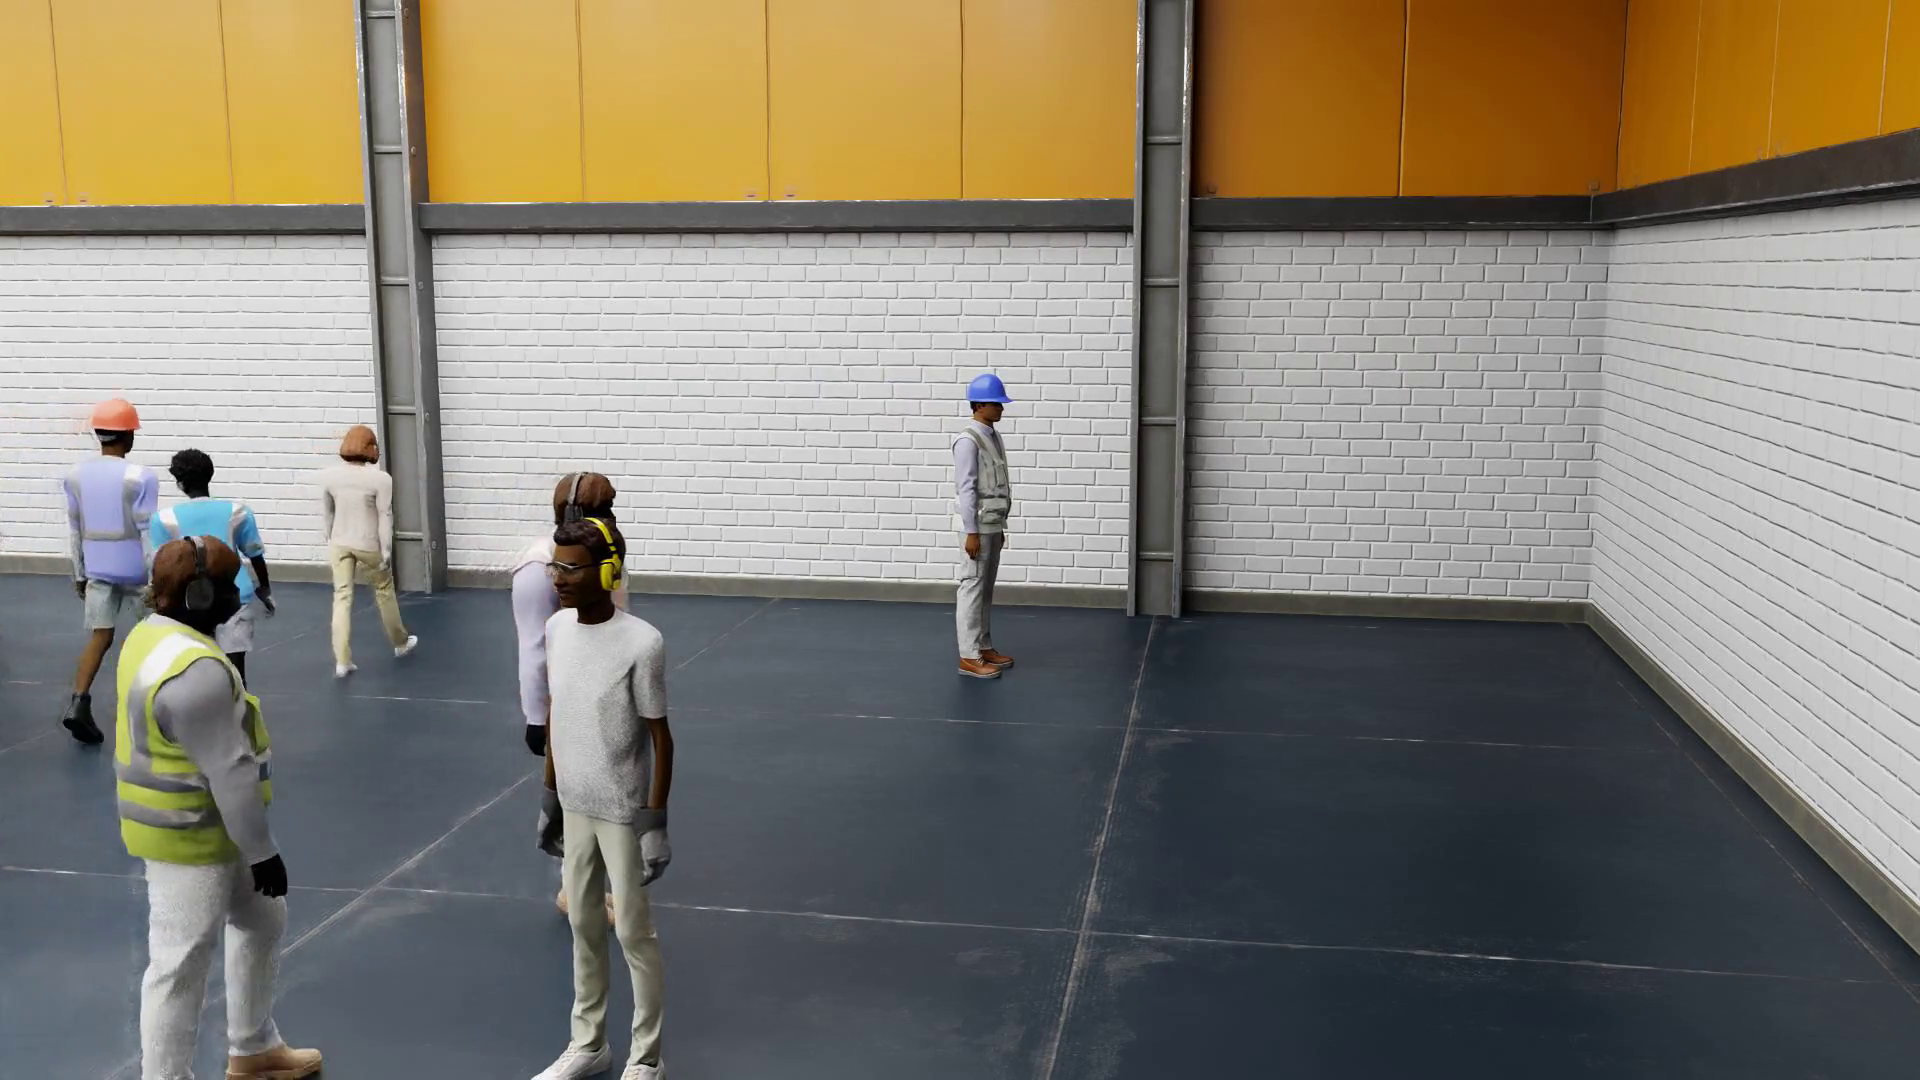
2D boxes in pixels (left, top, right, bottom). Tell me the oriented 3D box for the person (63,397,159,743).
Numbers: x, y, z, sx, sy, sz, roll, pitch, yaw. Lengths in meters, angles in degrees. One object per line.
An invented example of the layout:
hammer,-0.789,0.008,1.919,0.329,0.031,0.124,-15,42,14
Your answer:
person,-4.727,0.160,9.287,0.552,1.906,0.905,1,9,4

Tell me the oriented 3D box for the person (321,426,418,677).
person,-3.905,0.052,10.906,0.519,1.595,0.824,1,9,5

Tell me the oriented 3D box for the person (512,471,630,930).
person,-1.445,0.638,6.588,0.529,1.821,0.654,3,10,16

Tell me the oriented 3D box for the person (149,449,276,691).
person,-4.008,0.332,8.950,0.604,1.643,0.781,-5,10,-26

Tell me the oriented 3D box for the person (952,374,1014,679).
person,0.148,-0.097,10.732,0.388,1.947,0.612,3,10,17

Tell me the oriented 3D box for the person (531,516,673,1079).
person,-1.111,0.853,5.155,0.521,1.859,0.335,6,11,33

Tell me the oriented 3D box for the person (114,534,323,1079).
person,-2.218,0.887,5.052,0.694,1.816,0.634,-5,11,-29
